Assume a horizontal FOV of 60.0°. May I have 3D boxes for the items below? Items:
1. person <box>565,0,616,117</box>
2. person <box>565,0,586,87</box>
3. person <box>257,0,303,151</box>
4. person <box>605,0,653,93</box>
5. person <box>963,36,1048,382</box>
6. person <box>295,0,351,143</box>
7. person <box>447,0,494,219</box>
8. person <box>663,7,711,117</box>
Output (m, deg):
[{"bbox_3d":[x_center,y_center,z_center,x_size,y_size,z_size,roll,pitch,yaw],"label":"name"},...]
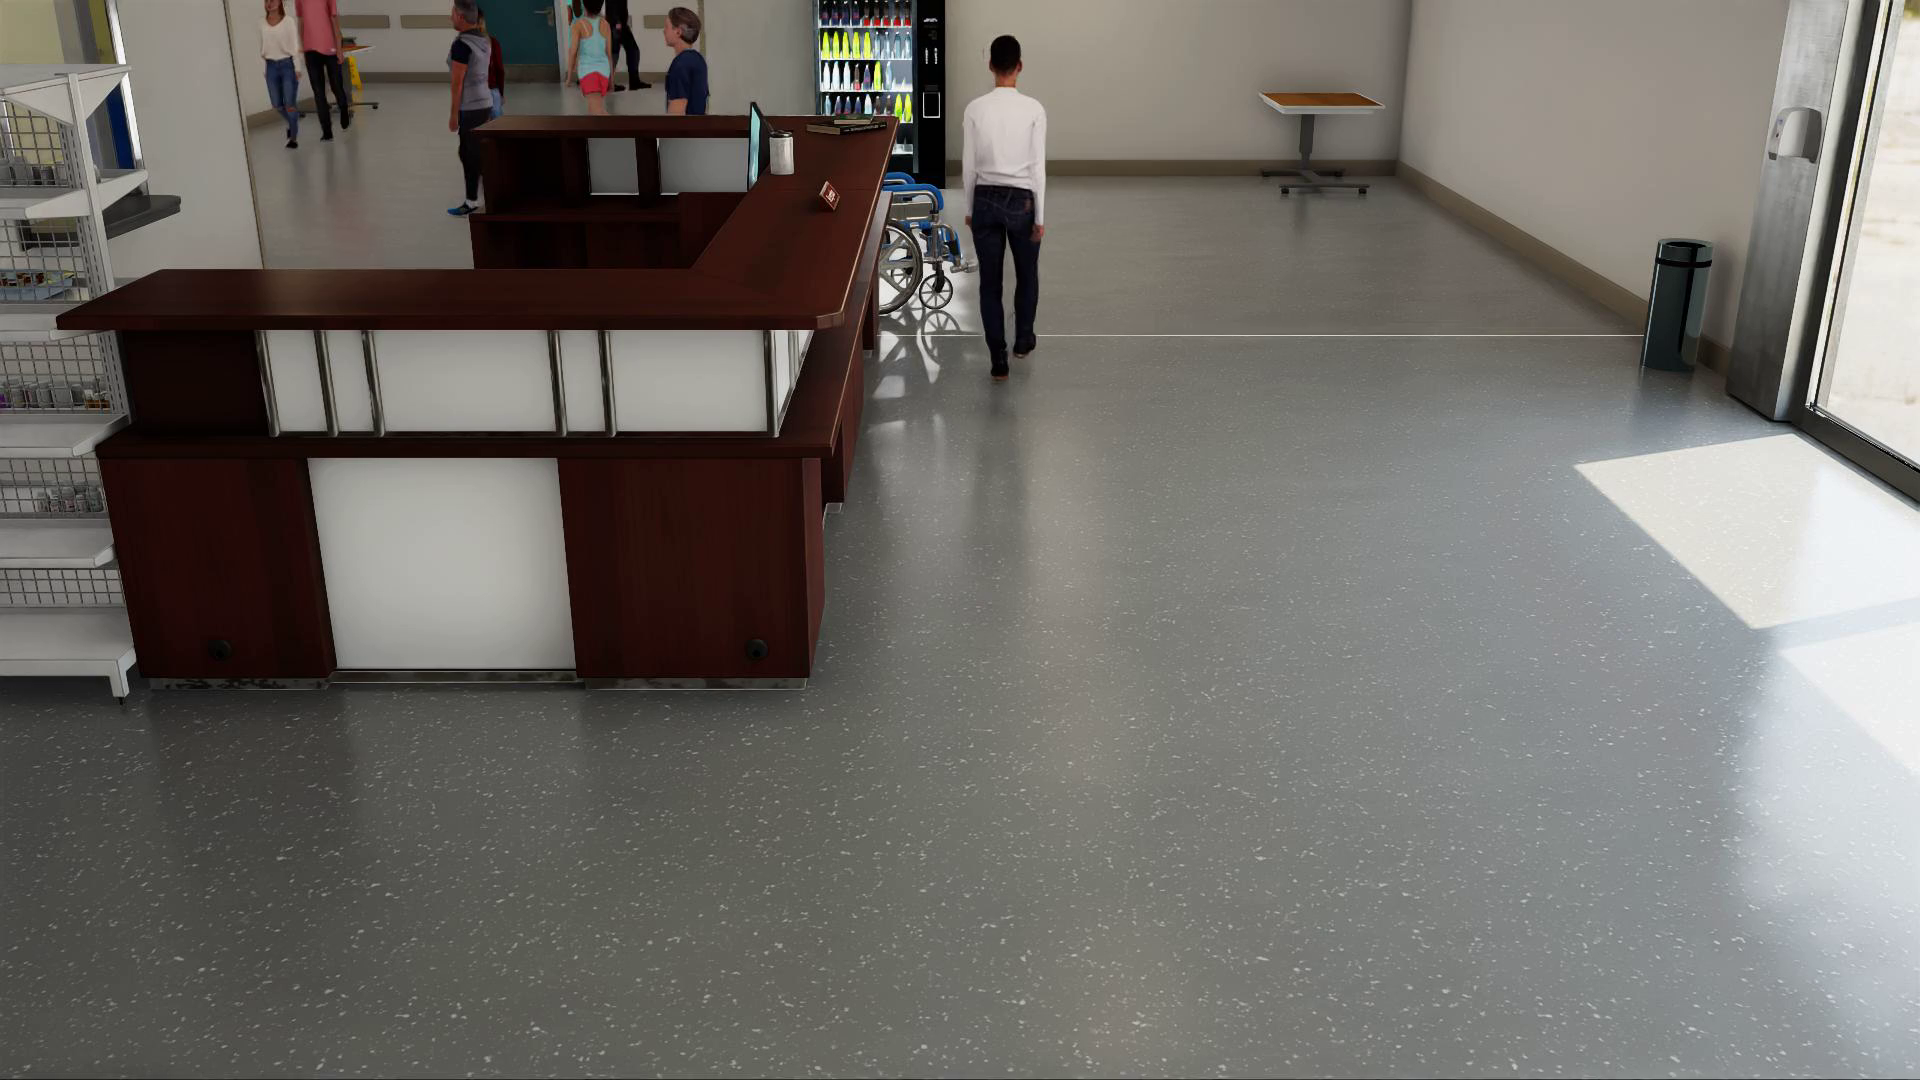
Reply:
[{"bbox_3d":[-3.645,-4.595,16.721,1.169,1.718,1.152,-16,26,-35],"label":"person"},{"bbox_3d":[-5.680,-7.621,24.936,0.481,1.557,0.610,-1,21,-2],"label":"person"},{"bbox_3d":[-7.391,-5.141,18.212,0.709,1.682,0.683,0,21,1],"label":"person"},{"bbox_3d":[-4.998,-7.398,23.887,0.912,1.883,0.758,3,21,8],"label":"person"},{"bbox_3d":[0.233,-1.783,9.112,0.975,1.850,0.763,2,21,6],"label":"person"},{"bbox_3d":[-7.201,-5.524,18.866,1.095,1.935,0.802,-3,21,-7],"label":"person"},{"bbox_3d":[-3.954,-3.542,13.818,1.049,1.804,0.687,1,21,2],"label":"person"},{"bbox_3d":[-1.803,-2.726,11.641,1.188,1.820,0.690,1,21,3],"label":"person"}]
